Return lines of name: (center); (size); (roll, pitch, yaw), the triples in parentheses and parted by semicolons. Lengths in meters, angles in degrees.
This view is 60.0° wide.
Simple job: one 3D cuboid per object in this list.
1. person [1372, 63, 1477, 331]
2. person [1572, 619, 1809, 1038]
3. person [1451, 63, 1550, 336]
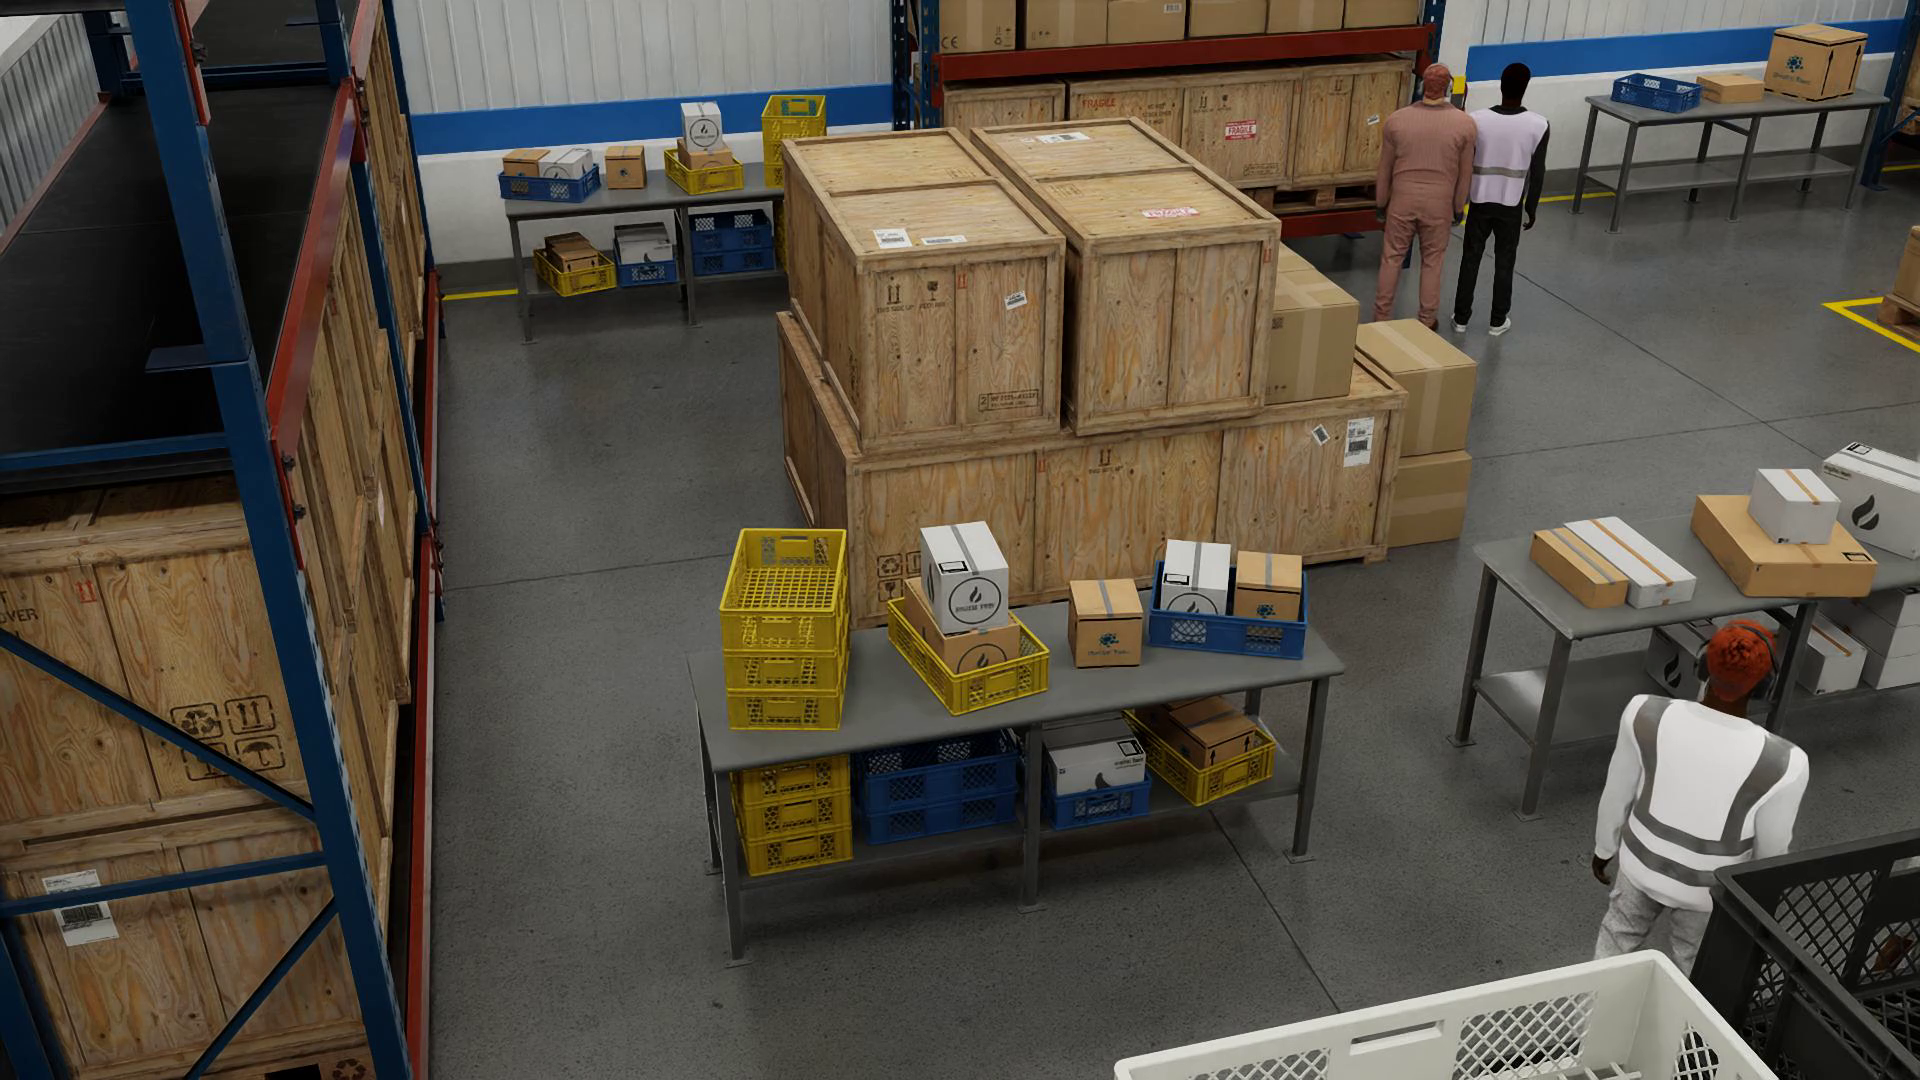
person: (3.271, -2.407, 11.789); (0.645, 1.898, 0.396); (10, 30, 17)
person: (2.353, 1.098, 5.446); (0.579, 1.876, 0.342); (22, 35, 34)
person: (3.775, -2.381, 11.717); (0.589, 1.917, 0.393); (10, 31, 18)
